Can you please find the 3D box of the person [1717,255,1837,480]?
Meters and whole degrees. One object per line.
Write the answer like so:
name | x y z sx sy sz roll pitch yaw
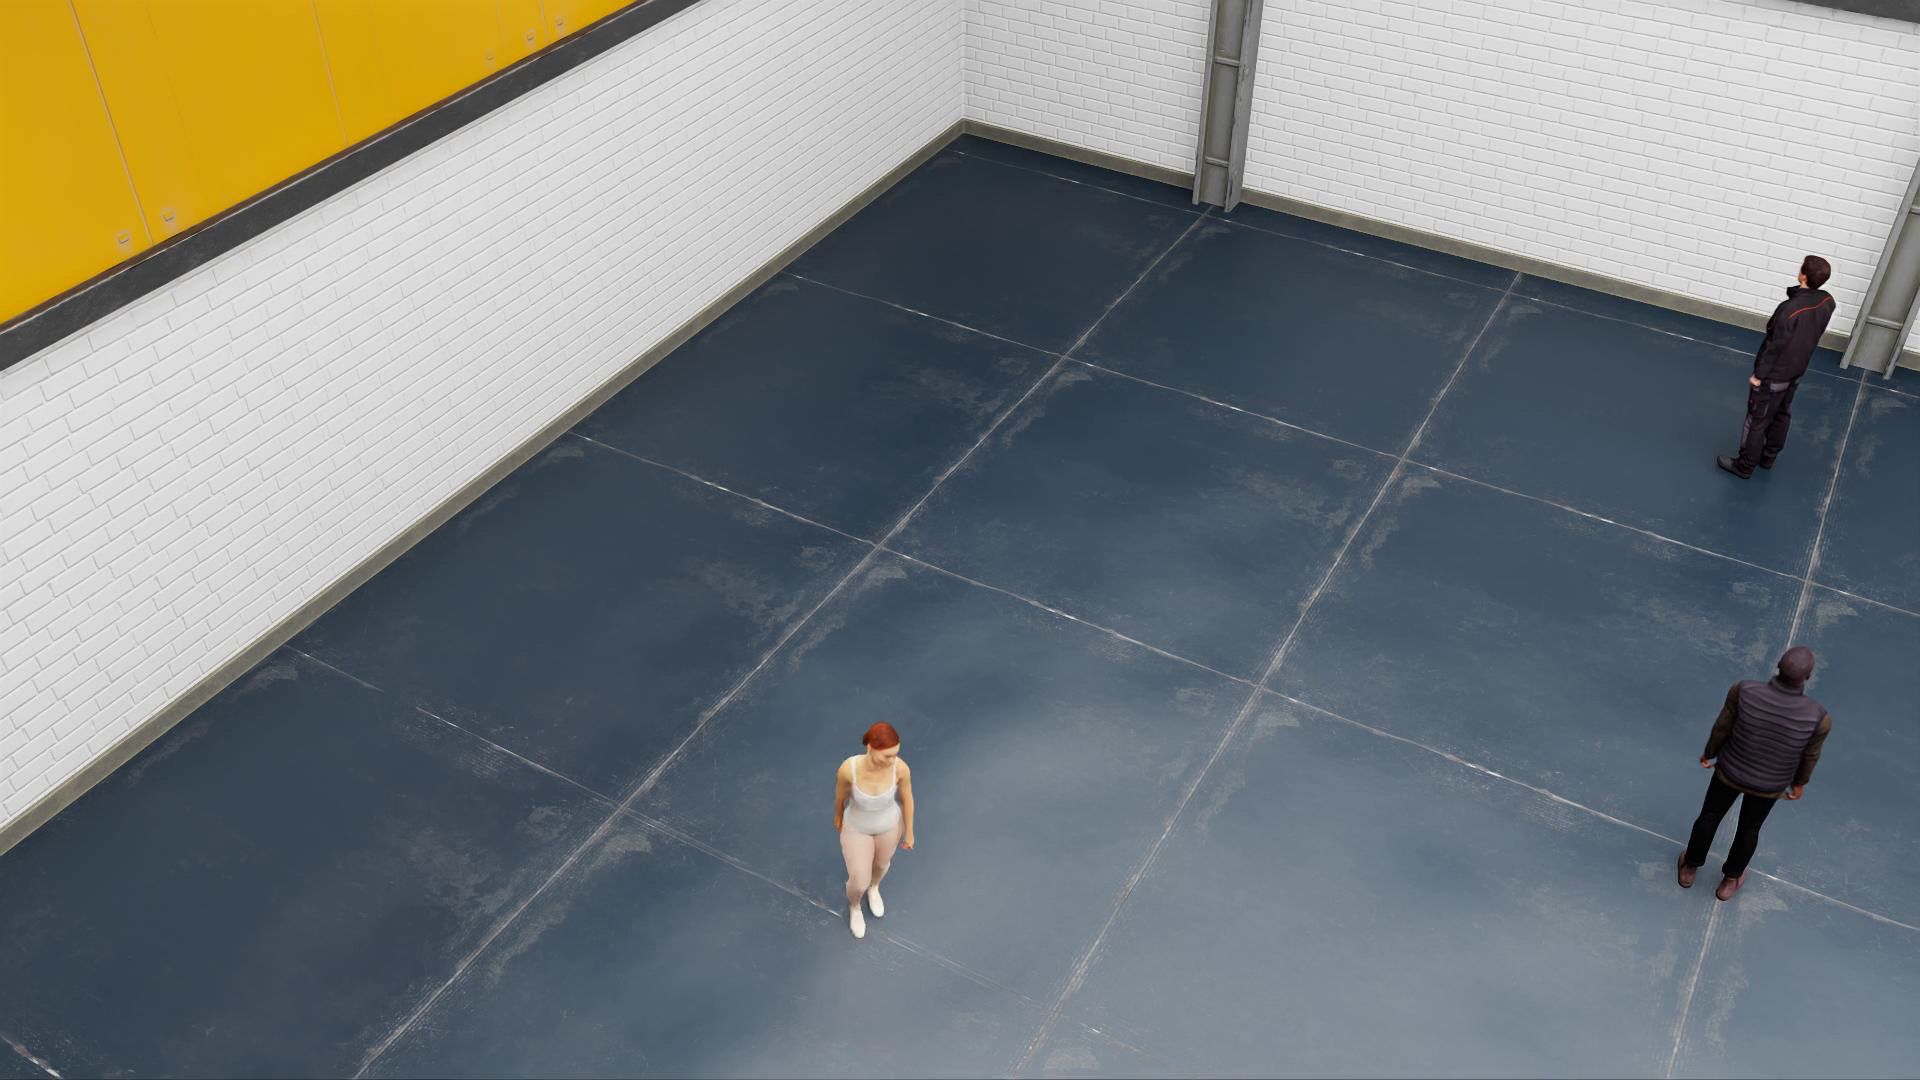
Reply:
person | 6.167 -1.292 12.476 0.803 1.838 0.782 -19 42 -22

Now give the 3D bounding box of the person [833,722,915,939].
person | -0.509 1.527 9.129 0.727 1.609 0.787 -2 39 -3

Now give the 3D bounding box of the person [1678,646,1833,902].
person | 4.398 1.288 9.246 0.474 1.836 0.749 20 43 23
